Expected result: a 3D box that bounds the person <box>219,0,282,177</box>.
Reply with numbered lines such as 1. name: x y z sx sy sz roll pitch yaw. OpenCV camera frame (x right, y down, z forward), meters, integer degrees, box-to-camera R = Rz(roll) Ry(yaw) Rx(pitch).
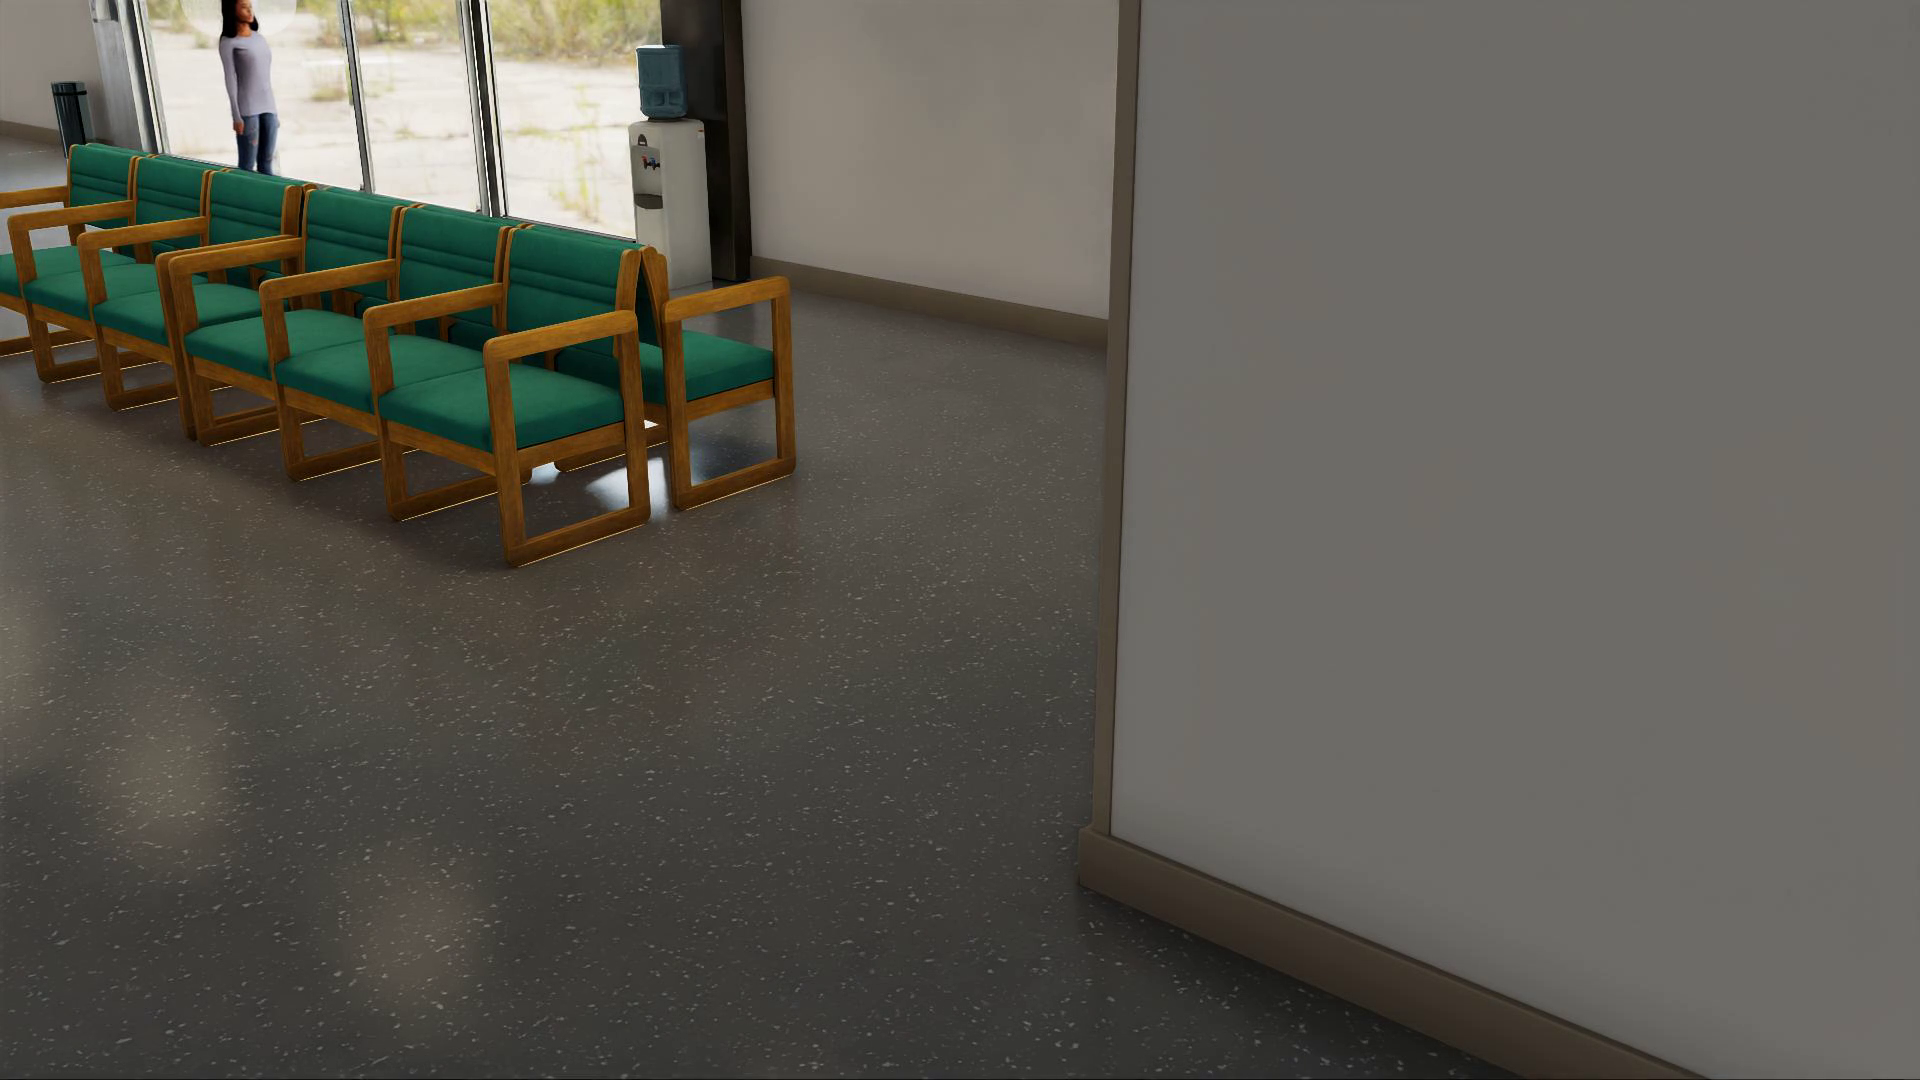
1. person: -5.302 -3.205 12.458 0.727 1.735 0.577 7 22 19
